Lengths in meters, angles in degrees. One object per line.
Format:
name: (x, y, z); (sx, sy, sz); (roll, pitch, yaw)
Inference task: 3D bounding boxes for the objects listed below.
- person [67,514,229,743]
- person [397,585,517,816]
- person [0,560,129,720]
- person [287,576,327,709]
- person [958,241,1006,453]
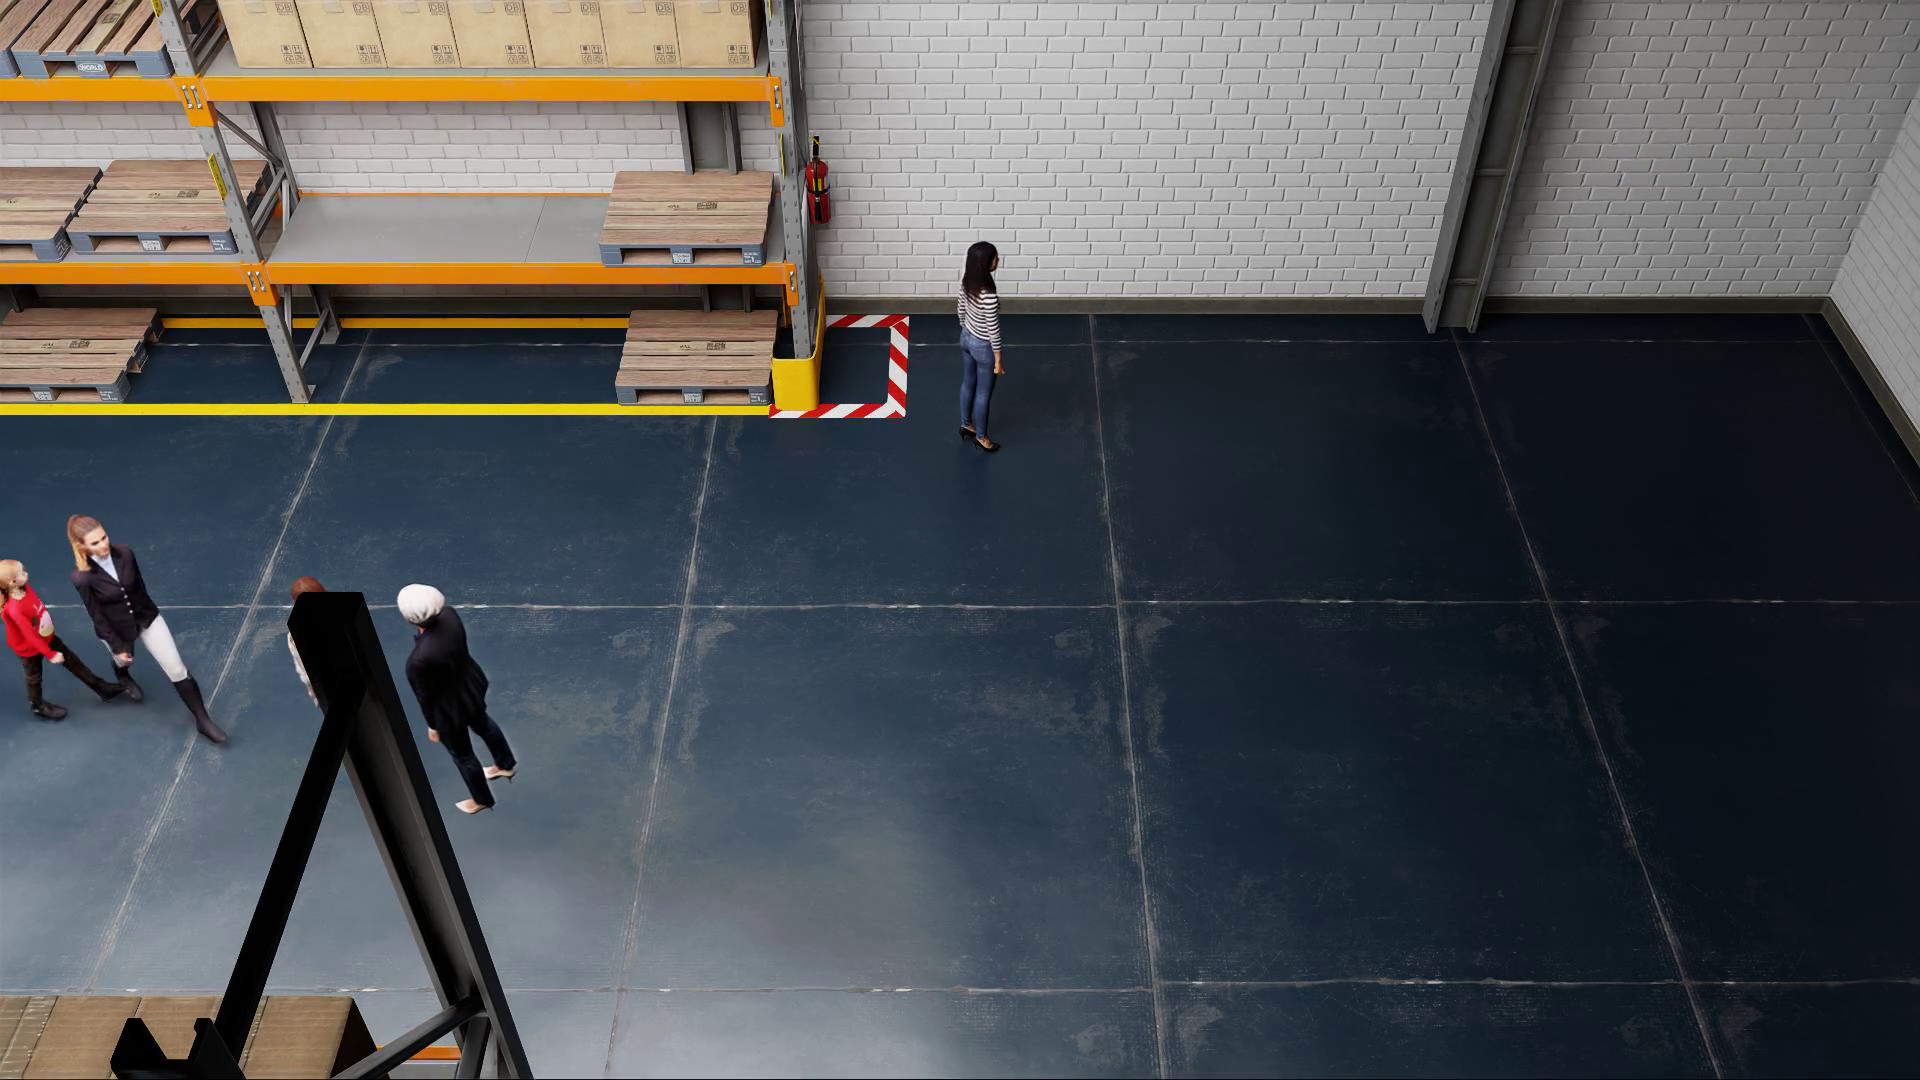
person: (-5.159, 0.521, 10.230); (1.212, 1.685, 1.070); (29, 51, 27)
person: (-2.740, 0.835, 9.062); (0.656, 1.777, 0.761); (8, 44, 8)
person: (-5.843, 0.651, 10.410); (0.900, 1.249, 0.599); (-4, 44, -4)
person: (-3.633, 0.868, 9.834); (0.551, 1.729, 0.690); (-13, 45, -13)
person: (0.147, -1.407, 12.174); (0.678, 1.795, 0.671); (-24, 48, -23)
